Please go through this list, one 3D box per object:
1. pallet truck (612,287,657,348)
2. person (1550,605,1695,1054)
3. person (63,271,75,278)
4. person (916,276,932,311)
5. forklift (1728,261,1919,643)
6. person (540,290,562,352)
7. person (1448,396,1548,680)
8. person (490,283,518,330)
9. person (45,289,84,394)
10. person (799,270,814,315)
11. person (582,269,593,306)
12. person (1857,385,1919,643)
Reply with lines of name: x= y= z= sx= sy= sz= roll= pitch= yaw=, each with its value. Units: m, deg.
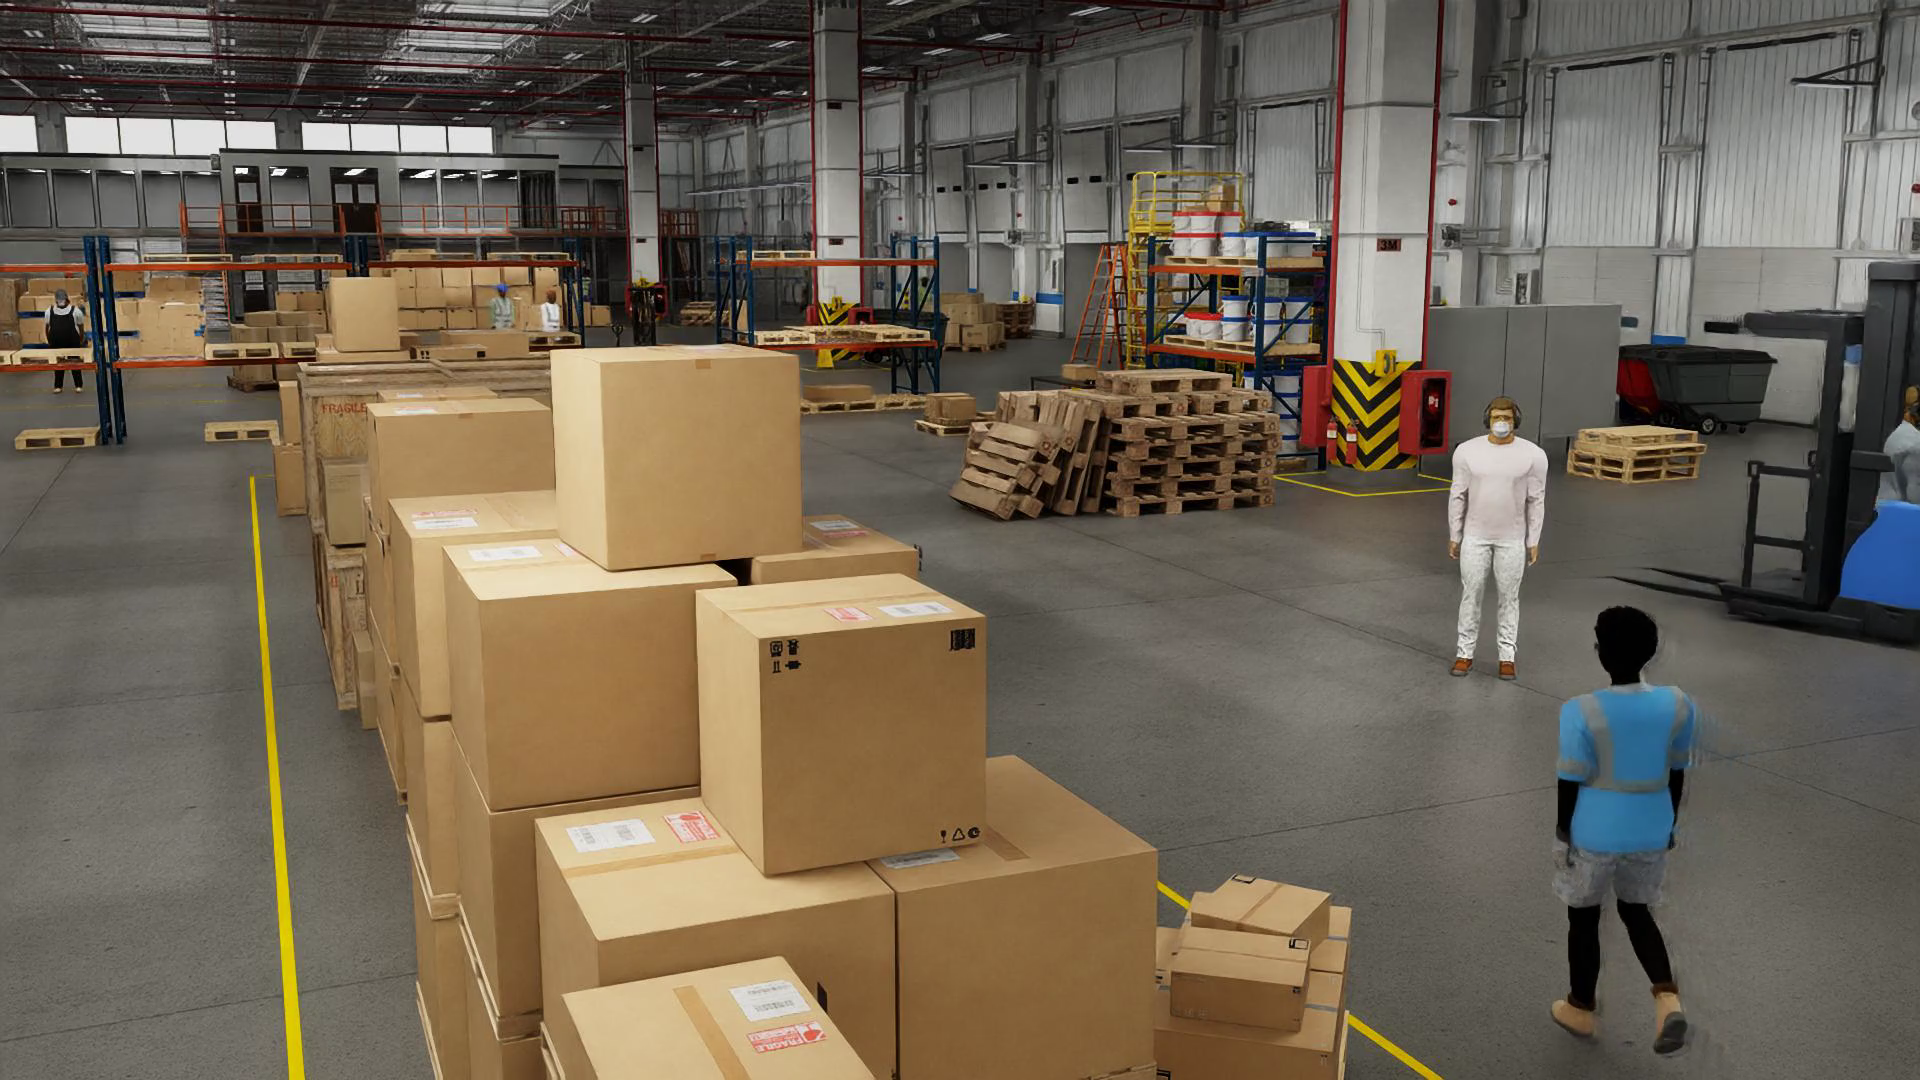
pallet truck: x=-6.464 y=-4.406 z=35.401 sx=0.823 sy=1.965 sz=1.885 roll=6 pitch=12 yaw=32
person: x=2.413 y=1.071 z=6.055 sx=0.546 sy=1.684 sz=0.545 roll=-2 pitch=10 yaw=-10
person: x=-27.326 y=-7.266 z=51.175 sx=0.377 sy=1.995 sz=0.612 roll=-4 pitch=11 yaw=-22
person: x=-1.102 y=-7.153 z=50.975 sx=0.634 sy=1.841 sz=0.429 roll=-6 pitch=12 yaw=-30
forklift: x=7.104 y=-0.700 z=12.543 sx=1.129 sy=2.768 sz=1.873 roll=-8 pitch=13 yaw=-38
person: x=-9.257 y=-4.738 z=37.646 sx=0.891 sy=1.851 sz=0.584 roll=8 pitch=13 yaw=37
person: x=3.644 y=-0.012 z=11.350 sx=0.634 sy=1.940 sz=0.367 roll=4 pitch=11 yaw=21
person: x=-10.851 y=-5.143 z=39.655 sx=0.482 sy=1.932 sz=0.614 roll=7 pitch=12 yaw=32
person: x=-17.371 y=-3.859 z=32.272 sx=0.683 sy=2.000 sz=0.538 roll=-3 pitch=11 yaw=-18
person: x=-5.784 y=-9.278 z=62.744 sx=0.720 sy=1.823 sz=0.521 roll=7 pitch=12 yaw=33
person: x=-13.332 y=-8.716 z=59.420 sx=0.584 sy=1.911 sz=0.391 roll=8 pitch=13 yaw=36
person: x=6.969 y=-0.191 z=12.378 sx=0.385 sy=1.929 sz=0.636 roll=0 pitch=10 yaw=0
